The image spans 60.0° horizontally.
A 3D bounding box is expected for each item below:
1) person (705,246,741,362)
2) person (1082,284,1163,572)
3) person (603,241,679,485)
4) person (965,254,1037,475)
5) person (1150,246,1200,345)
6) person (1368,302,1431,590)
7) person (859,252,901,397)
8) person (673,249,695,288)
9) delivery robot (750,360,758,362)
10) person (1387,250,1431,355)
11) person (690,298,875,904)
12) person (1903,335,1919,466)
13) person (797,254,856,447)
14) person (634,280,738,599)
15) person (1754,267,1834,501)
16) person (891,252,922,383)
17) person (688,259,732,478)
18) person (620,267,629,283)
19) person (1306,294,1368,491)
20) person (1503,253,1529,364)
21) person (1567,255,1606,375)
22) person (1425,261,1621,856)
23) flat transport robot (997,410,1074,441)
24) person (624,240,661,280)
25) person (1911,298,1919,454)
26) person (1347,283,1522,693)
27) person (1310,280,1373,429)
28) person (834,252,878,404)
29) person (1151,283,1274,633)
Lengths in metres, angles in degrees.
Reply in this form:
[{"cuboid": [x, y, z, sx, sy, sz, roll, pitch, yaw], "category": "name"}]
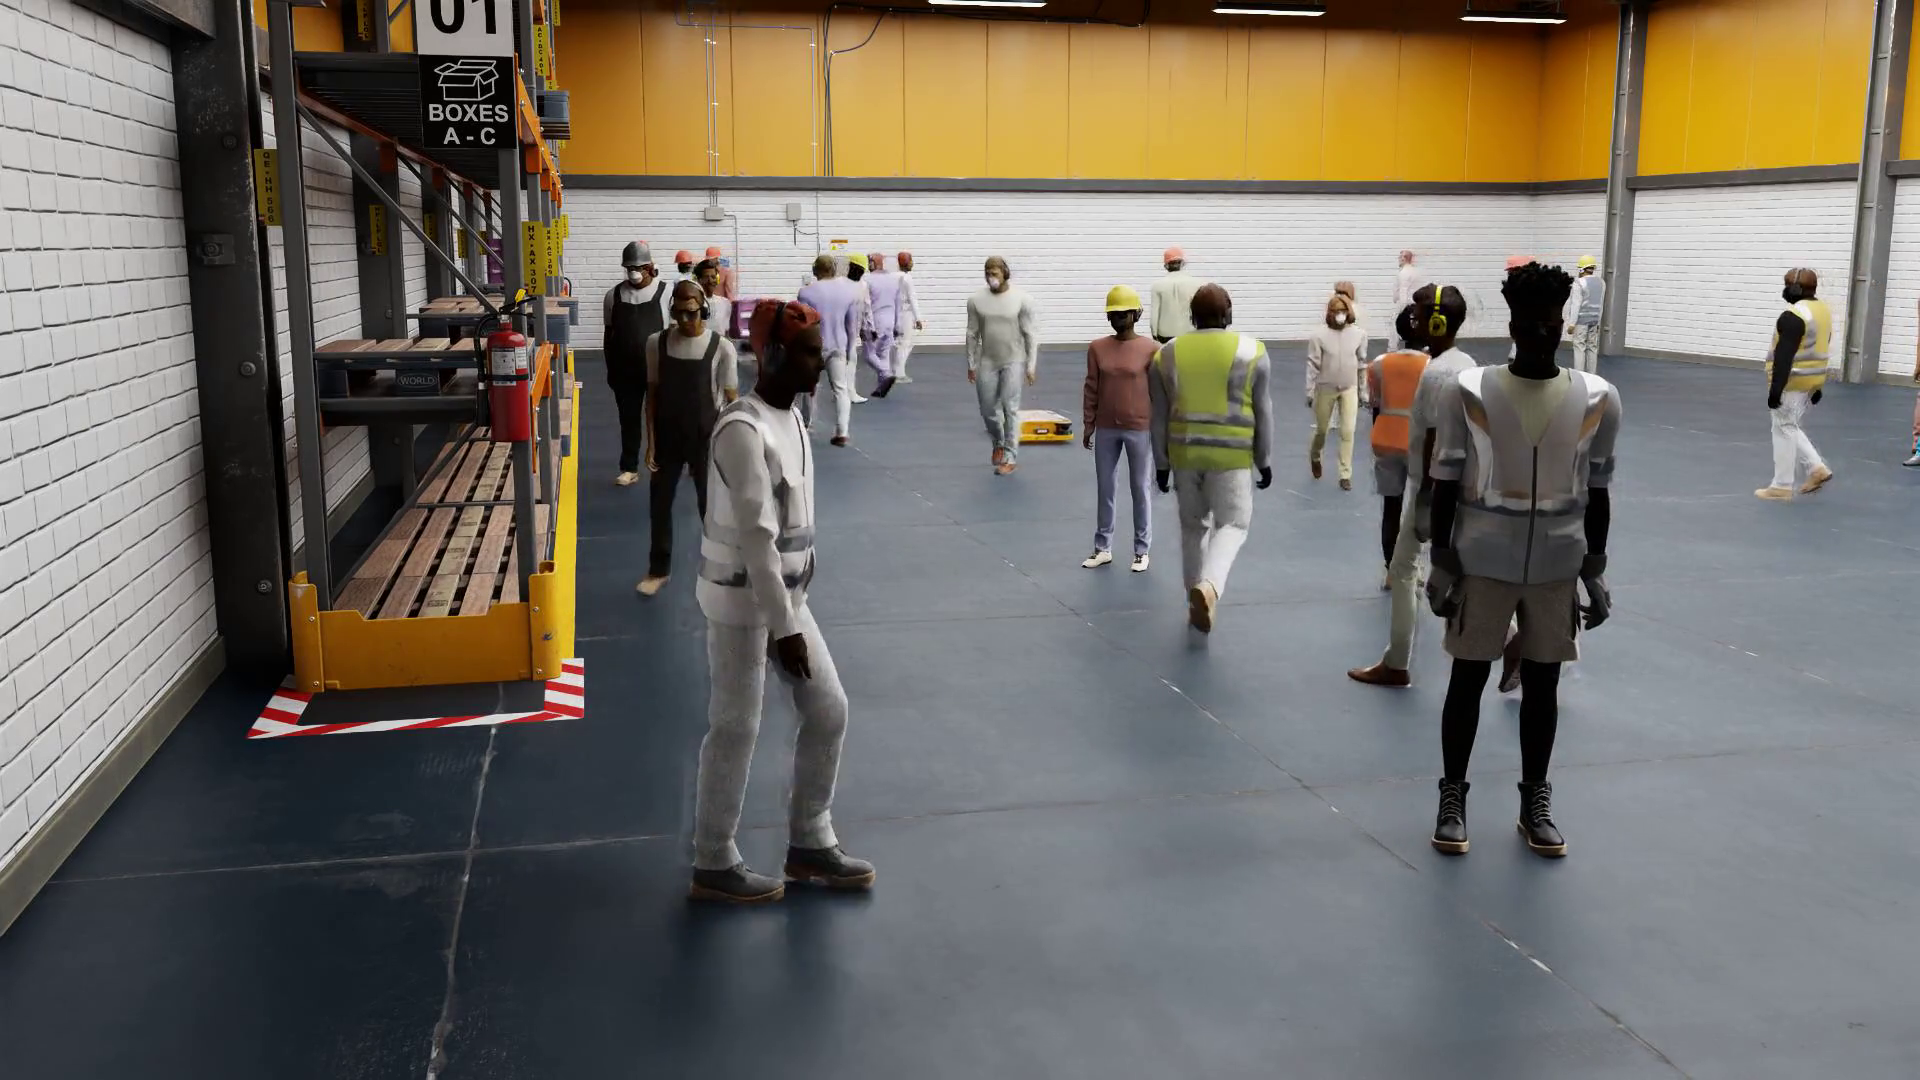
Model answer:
[{"cuboid": [-3.846, -3.751, 26.742, 0.611, 1.951, 0.972, 6, 12, 28], "category": "person"}, {"cuboid": [1.000, -0.682, 10.248, 0.535, 1.767, 0.316, 5, 11, 26], "category": "person"}, {"cuboid": [-2.636, -1.455, 13.769, 0.682, 2.000, 0.535, 1, 10, 4], "category": "person"}, {"cuboid": [0.372, -1.539, 14.584, 0.659, 1.920, 0.532, 4, 11, 19], "category": "person"}, {"cuboid": [2.533, -2.457, 19.514, 0.624, 1.972, 0.788, 0, 10, 0], "category": "person"}, {"cuboid": [2.597, -0.529, 9.630, 0.535, 1.685, 0.361, 9, 14, 41], "category": "person"}, {"cuboid": [-1.018, -2.759, 21.413, 0.666, 1.884, 0.522, -10, 14, -44], "category": "person"}, {"cuboid": [-3.781, -3.127, 23.414, 0.887, 1.915, 0.551, 8, 13, 39], "category": "person"}, {"cuboid": [-3.300, -3.019, 26.291, 0.707, 0.478, 0.477, -2, 10, -10], "category": "delivery robot"}, {"cuboid": [7.584, -3.952, 28.076, 0.886, 1.879, 0.653, 7, 13, 35], "category": "person"}, {"cuboid": [-0.526, 0.211, 5.046, 0.697, 1.858, 0.610, 3, 11, 15], "category": "person"}, {"cuboid": [8.820, -1.550, 14.842, 0.389, 1.842, 0.566, -7, 12, -32], "category": "person"}, {"cuboid": [-1.374, -1.904, 16.688, 0.637, 1.883, 1.014, -5, 11, -26], "category": "person"}, {"cuboid": [-1.530, -0.533, 9.274, 0.731, 1.821, 0.527, 1, 10, 8], "category": "person"}, {"cuboid": [6.515, -1.205, 12.973, 0.643, 1.827, 0.450, -9, 14, -42], "category": "person"}, {"cuboid": [-0.783, -3.170, 23.741, 0.432, 1.865, 0.579, -4, 11, -21], "category": "person"}, {"cuboid": [-2.177, -1.477, 14.360, 0.518, 1.874, 0.326, -6, 12, -31], "category": "person"}, {"cuboid": [-4.715, -3.278, 24.599, 0.605, 1.790, 0.842, 4, 11, 20], "category": "person"}, {"cuboid": [3.115, -1.247, 13.838, 0.502, 1.603, 0.765, 0, 10, 0], "category": "person"}, {"cuboid": [6.807, -2.454, 19.754, 0.903, 1.893, 0.595, 2, 10, 9], "category": "person"}, {"cuboid": [8.685, -3.044, 23.152, 0.601, 1.830, 0.403, -6, 12, -29], "category": "person"}, {"cuboid": [1.849, 0.073, 5.507, 0.600, 1.966, 0.368, 1, 10, 7], "category": "person"}, {"cuboid": [0.713, -1.197, 17.241, 0.652, 0.197, 1.431, -2, 10, -9], "category": "flat transport robot"}, {"cuboid": [-5.249, -3.952, 27.644, 0.609, 2.032, 0.410, -4, 11, -22], "category": "person"}, {"cuboid": [9.265, -1.721, 15.617, 0.403, 1.905, 0.658, 0, 10, -3], "category": "person"}, {"cuboid": [2.178, -0.211, 7.410, 0.782, 1.846, 0.524, 8, 13, 37], "category": "person"}, {"cuboid": [4.172, -1.971, 17.799, 0.705, 1.610, 0.513, 8, 13, 38], "category": "person"}, {"cuboid": [-1.304, -2.629, 20.735, 0.712, 1.877, 0.629, 7, 12, 34], "category": "person"}, {"cuboid": [1.275, -0.411, 8.600, 0.635, 1.818, 0.710, 5, 11, 25], "category": "person"}]
